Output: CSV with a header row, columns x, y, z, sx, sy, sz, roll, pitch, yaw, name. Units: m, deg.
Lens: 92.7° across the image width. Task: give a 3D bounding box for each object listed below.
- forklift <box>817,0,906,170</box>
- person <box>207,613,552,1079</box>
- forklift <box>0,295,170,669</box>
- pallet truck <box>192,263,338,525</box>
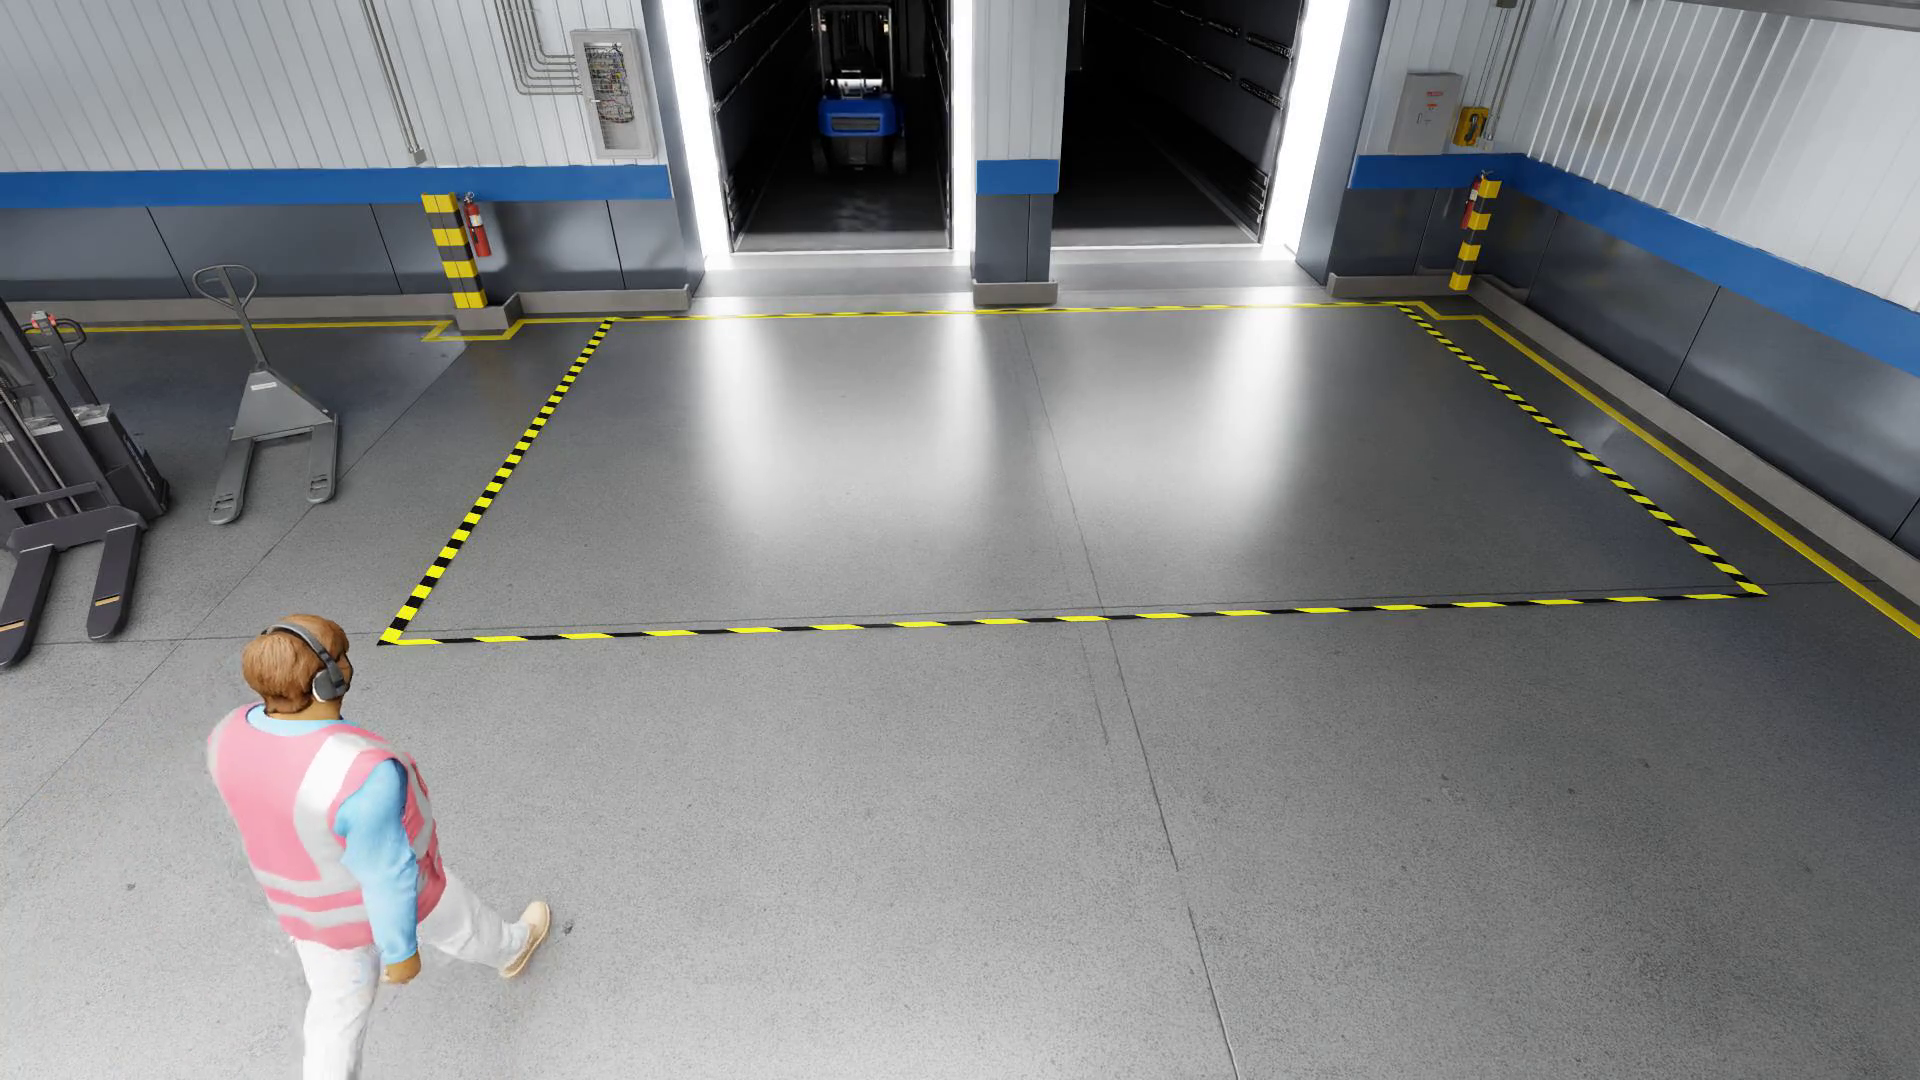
x,y,z,sx,sy,sz,roll,pitch,yaw,name
-1.431,-6.750,13.376,1.157,2.036,2.680,0,35,0,forklift
-1.787,1.032,2.720,0.626,1.762,1.036,8,36,12,person
-5.212,-0.618,4.878,0.823,1.965,1.885,-20,39,-26,forklift
-4.778,-1.027,6.128,0.680,1.201,1.601,-17,38,-23,pallet truck
